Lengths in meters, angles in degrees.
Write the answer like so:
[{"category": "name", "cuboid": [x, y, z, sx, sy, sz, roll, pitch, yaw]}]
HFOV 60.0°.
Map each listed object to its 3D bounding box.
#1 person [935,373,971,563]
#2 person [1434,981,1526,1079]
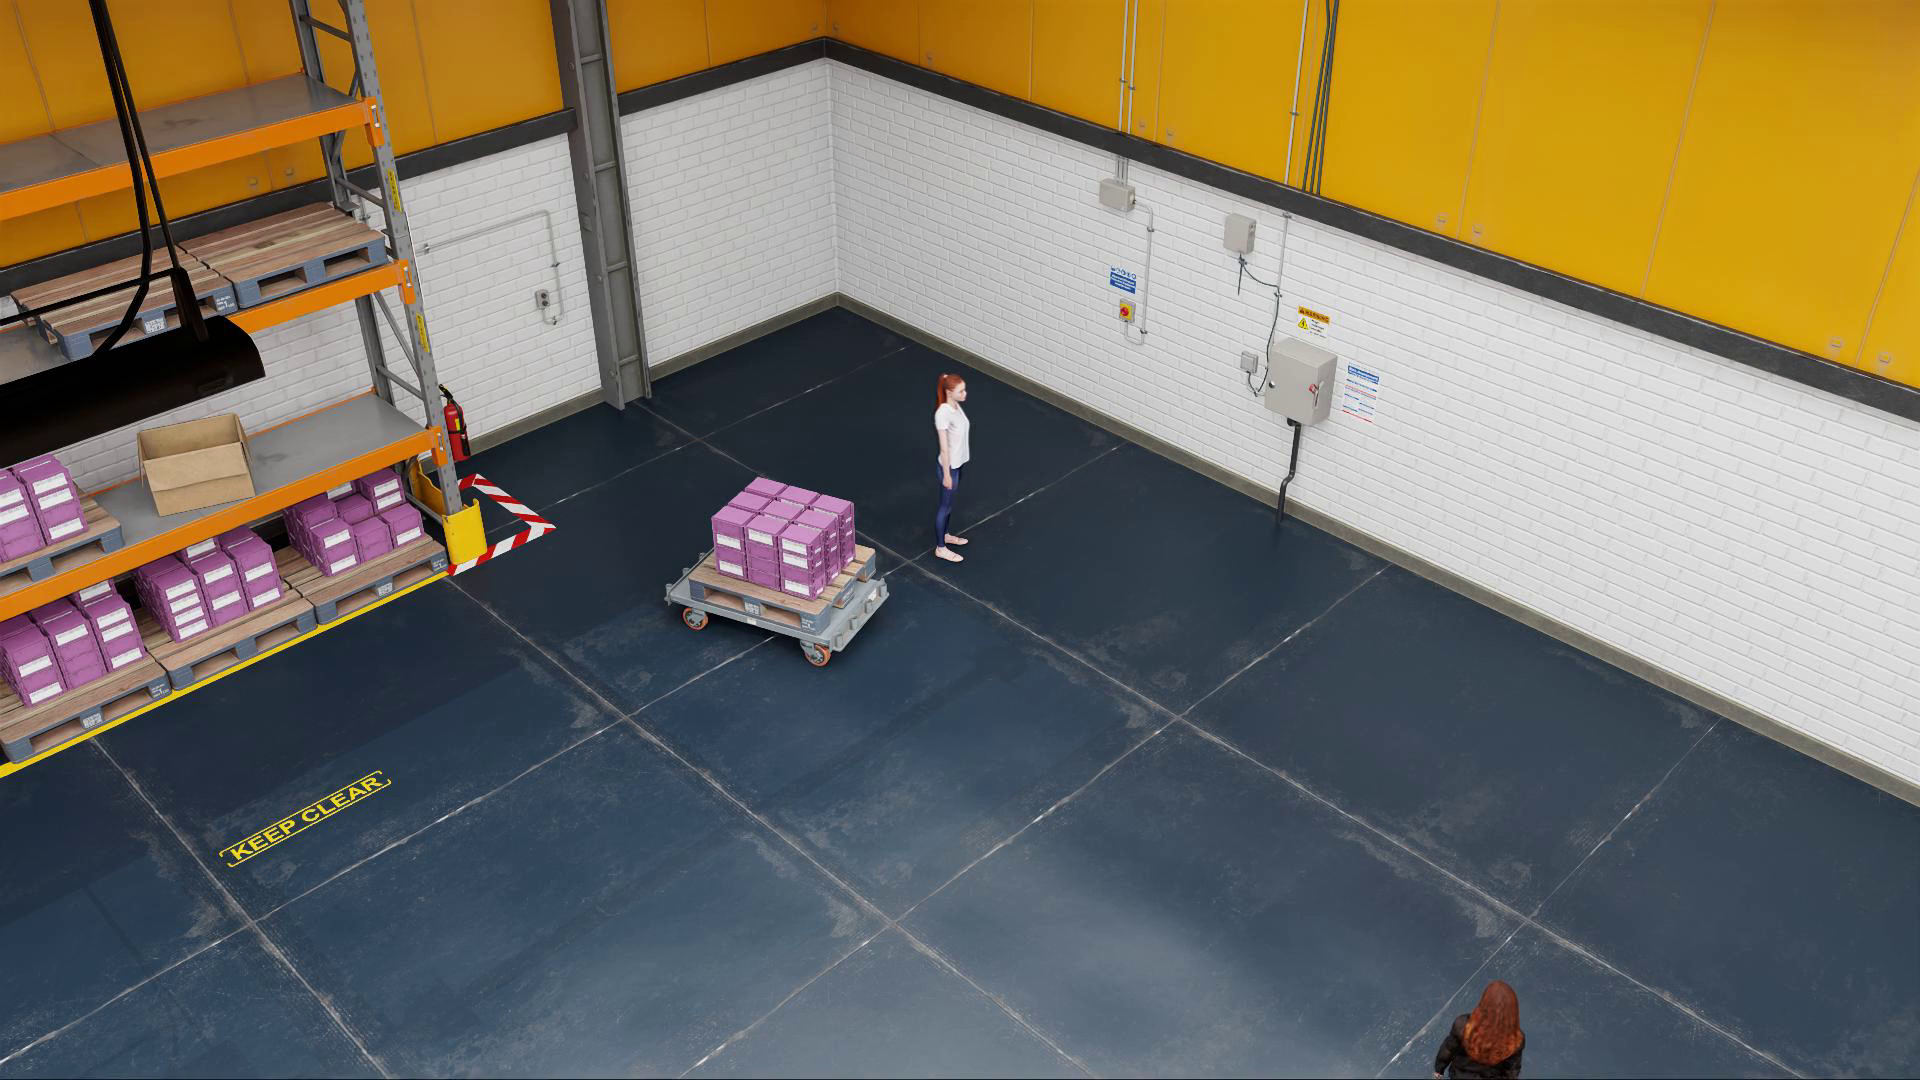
[{"category": "person", "cuboid": [-0.092, -0.645, 14.224, 0.716, 1.737, 0.623, 7, 34, 10]}, {"category": "person", "cuboid": [2.795, 2.991, 9.014, 0.909, 1.450, 1.063, 6, 34, 9]}]
